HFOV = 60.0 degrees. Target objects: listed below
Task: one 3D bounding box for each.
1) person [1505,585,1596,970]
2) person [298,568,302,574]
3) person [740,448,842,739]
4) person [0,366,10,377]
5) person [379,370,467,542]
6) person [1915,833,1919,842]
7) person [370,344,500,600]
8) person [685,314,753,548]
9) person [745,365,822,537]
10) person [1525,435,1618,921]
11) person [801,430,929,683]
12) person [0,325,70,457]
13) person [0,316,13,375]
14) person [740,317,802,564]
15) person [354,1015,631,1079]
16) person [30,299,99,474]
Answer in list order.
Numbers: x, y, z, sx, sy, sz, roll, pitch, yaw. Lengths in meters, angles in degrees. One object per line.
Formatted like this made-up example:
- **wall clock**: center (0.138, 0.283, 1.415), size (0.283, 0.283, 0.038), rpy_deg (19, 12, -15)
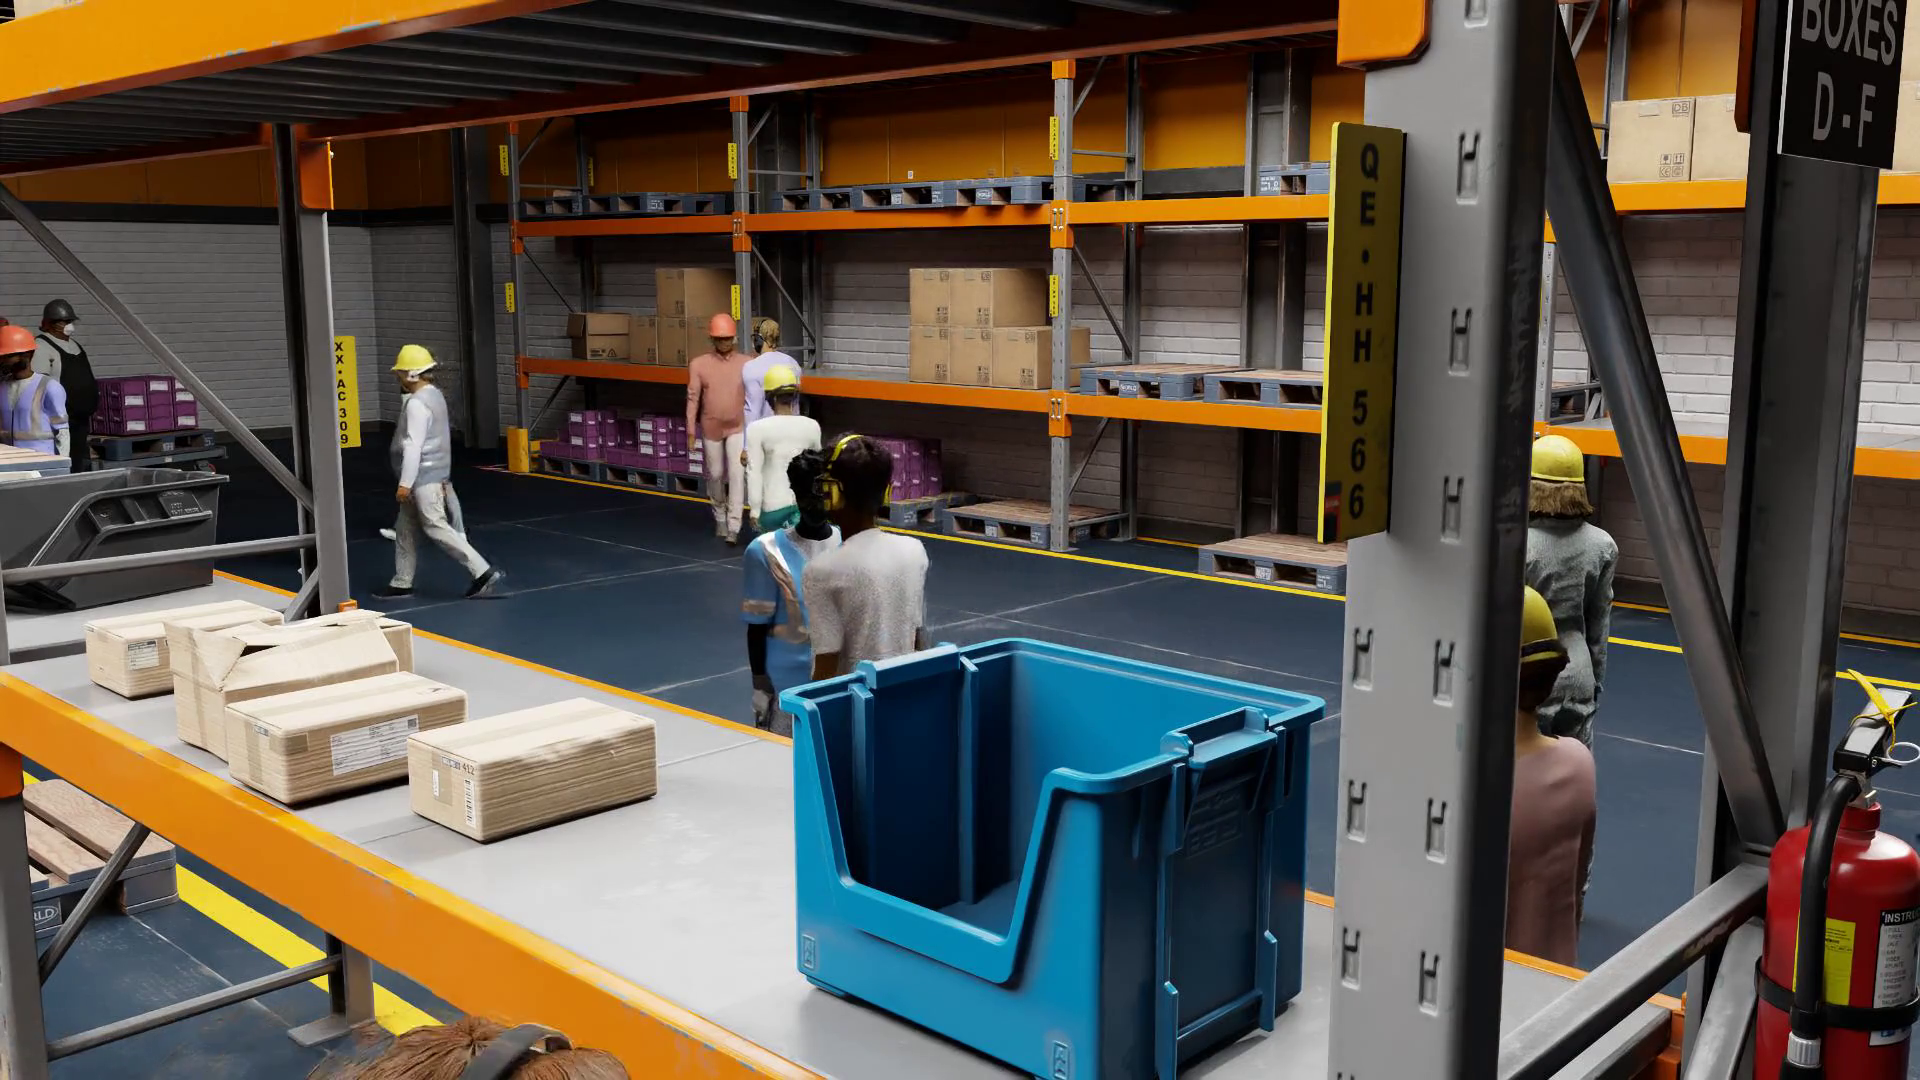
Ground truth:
- **person**: center (0.992, 0.934, 3.129), size (0.528, 1.765, 0.328), rpy_deg (-9, 13, -44)
- **person**: center (-4.901, -0.706, 12.708), size (0.392, 1.922, 0.592), rpy_deg (-2, 10, -14)
- **person**: center (-0.523, 0.513, 5.919), size (0.530, 1.696, 0.321), rpy_deg (-5, 11, -30)
- **person**: center (-9.017, -1.063, 15.291), size (0.712, 1.809, 0.719), rpy_deg (-1, 9, -6)
- **person**: center (-4.508, -0.747, 13.992), size (0.875, 1.586, 0.522), rpy_deg (4, 10, 26)
- **person**: center (4.099, 0.326, 6.443), size (0.927, 1.893, 0.560), rpy_deg (-1, 9, -7)
- **person**: center (-3.666, -0.458, 11.565), size (0.863, 1.806, 0.585), rpy_deg (-2, 9, -10)
- **person**: center (-1.997, -0.940, 14.103), size (0.637, 1.957, 1.001), rpy_deg (-1, 9, -6)
- **person**: center (-1.088, -0.229, 10.402), size (0.536, 1.725, 0.924), rpy_deg (-5, 10, -27)
- **person**: center (2.041, 0.501, 5.850), size (0.487, 1.744, 0.297), rpy_deg (-3, 10, -16)
- **person**: center (-0.314, 0.604, 4.924), size (0.495, 1.873, 0.557), rpy_deg (7, 12, 39)
- **person**: center (-6.364, -0.493, 11.360), size (0.551, 1.933, 0.371), rpy_deg (2, 9, 11)
- **person**: center (-8.896, -1.134, 15.446), size (0.337, 1.882, 0.584), rpy_deg (1, 9, 8)
- **person**: center (-1.485, -0.758, 12.972), size (0.361, 1.938, 0.635), rpy_deg (6, 11, 32)
- **person**: center (-0.405, 1.214, 1.274), size (0.519, 1.815, 0.666), rpy_deg (5, 11, 30)
- **person**: center (-8.363, -1.239, 15.607), size (0.536, 2.000, 0.684), rpy_deg (0, 9, 3)
